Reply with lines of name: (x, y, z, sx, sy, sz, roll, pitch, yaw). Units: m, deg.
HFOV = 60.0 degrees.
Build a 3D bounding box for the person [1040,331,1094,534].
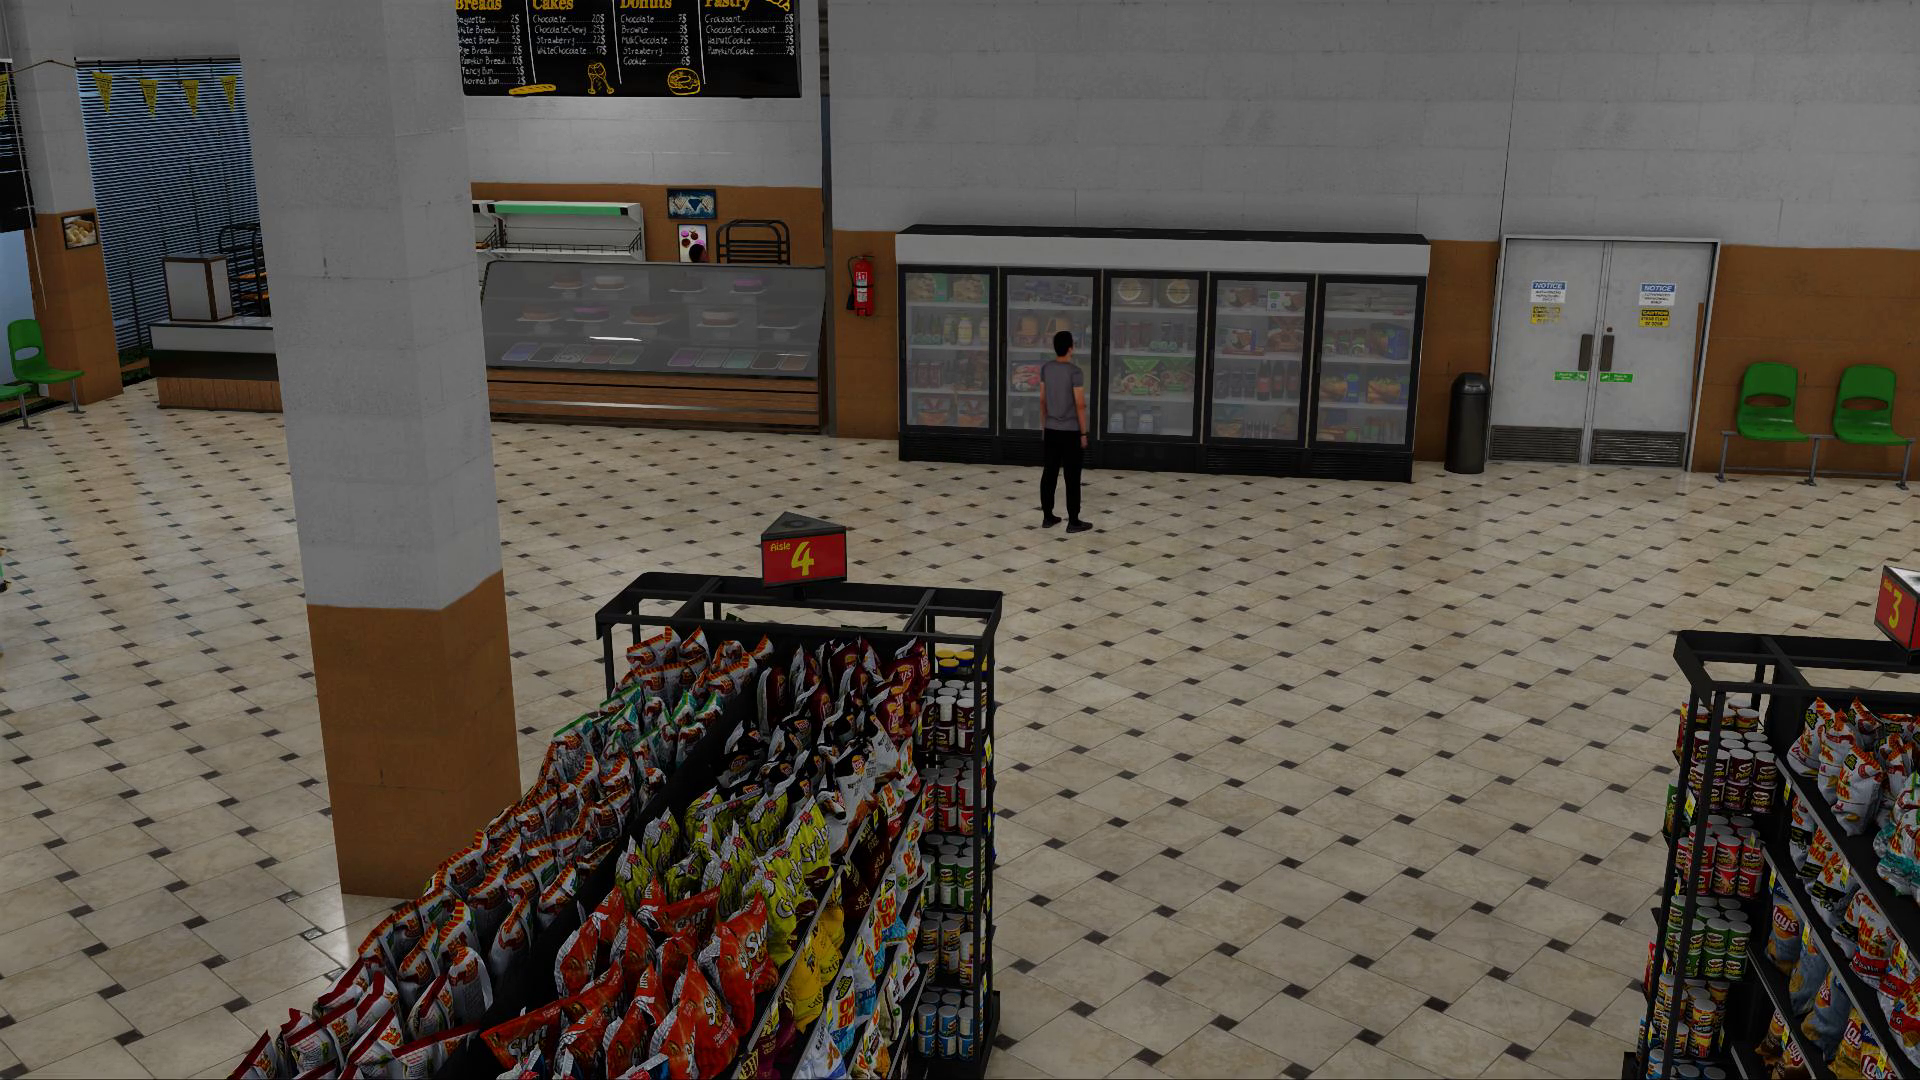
person: (0.898, -0.952, 14.476, 0.706, 1.754, 0.715, 14, 22, 39)
